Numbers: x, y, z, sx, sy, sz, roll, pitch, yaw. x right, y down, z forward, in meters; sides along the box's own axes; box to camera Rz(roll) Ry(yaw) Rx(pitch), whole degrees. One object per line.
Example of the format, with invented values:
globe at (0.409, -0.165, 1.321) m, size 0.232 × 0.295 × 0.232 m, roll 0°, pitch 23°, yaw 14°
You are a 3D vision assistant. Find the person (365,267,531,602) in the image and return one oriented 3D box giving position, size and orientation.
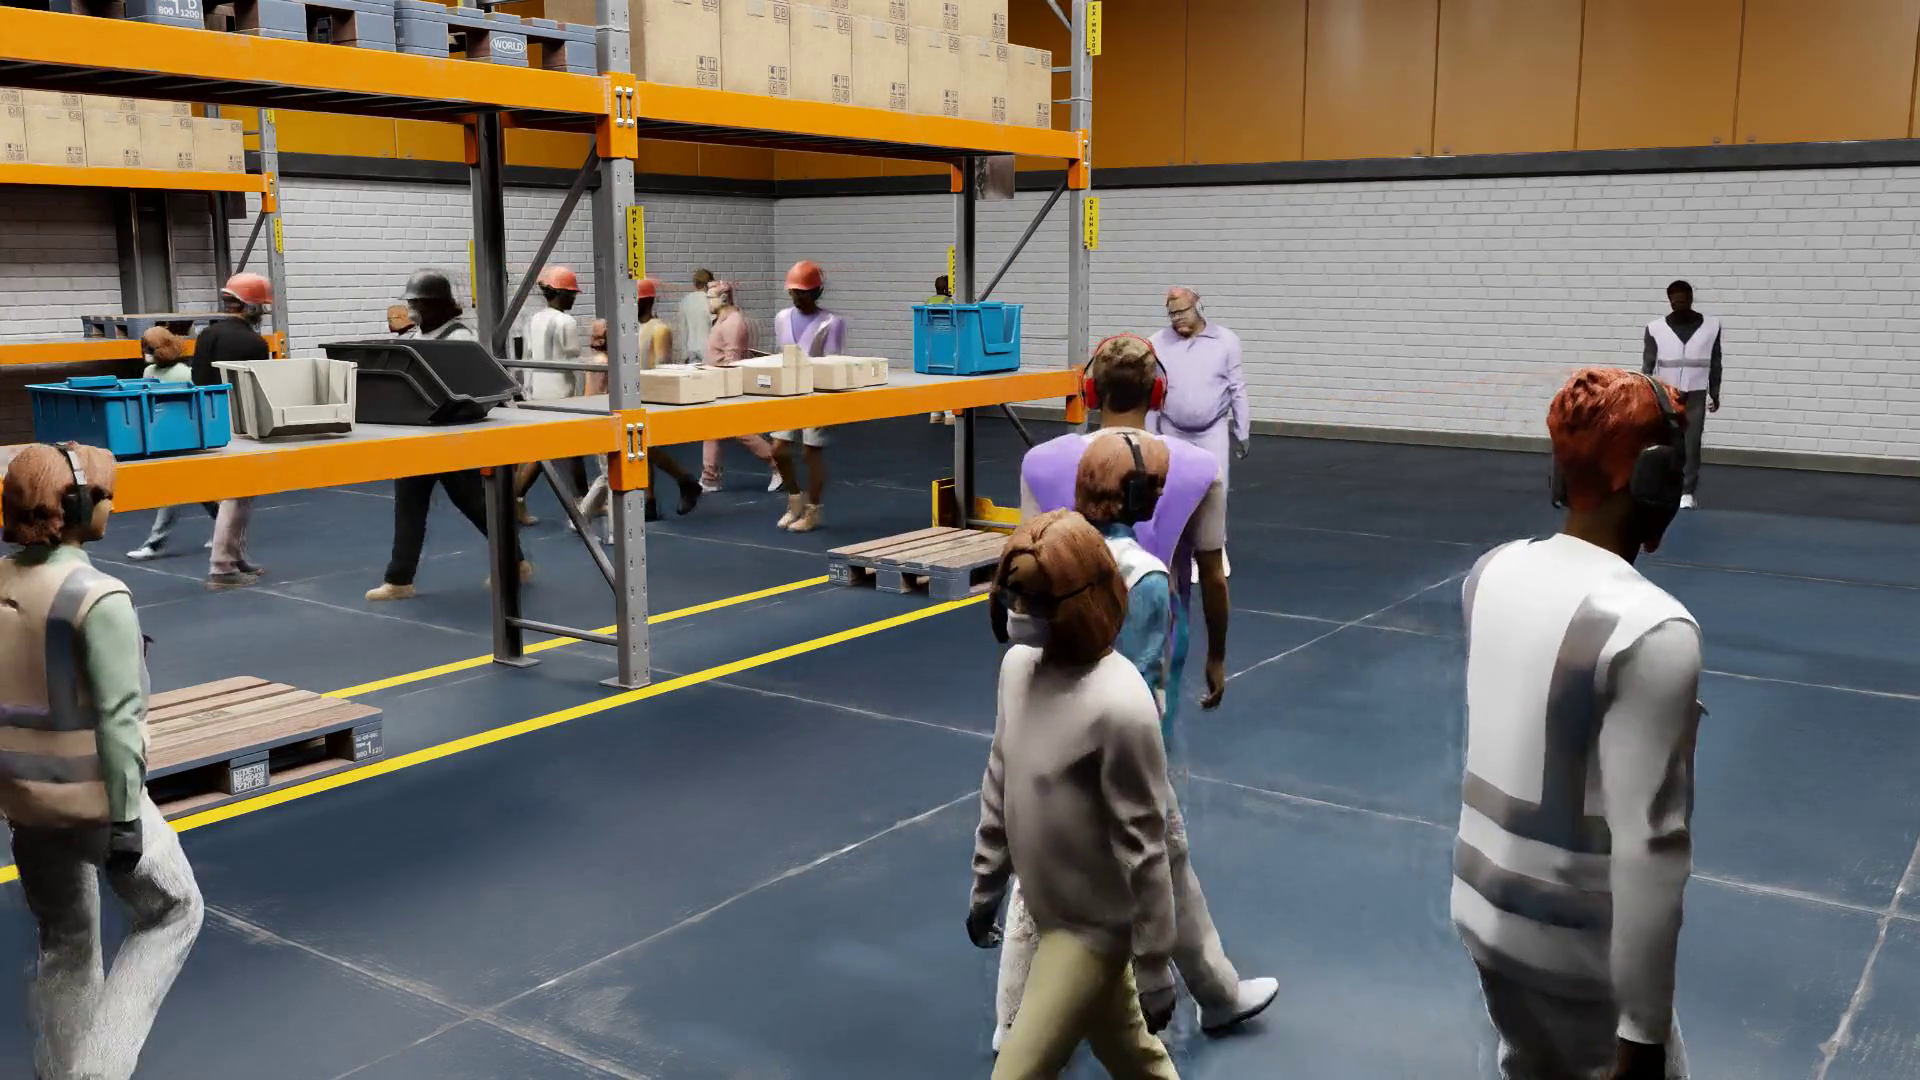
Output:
person at (-3.089, -0.670, 10.030) m, size 0.689 × 2.000 × 0.996 m, roll 9°, pitch 13°, yaw 44°

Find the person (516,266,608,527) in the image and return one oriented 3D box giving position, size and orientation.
person at (-3.130, -1.102, 12.771) m, size 1.016 × 1.992 × 0.596 m, roll -6°, pitch 11°, yaw -34°

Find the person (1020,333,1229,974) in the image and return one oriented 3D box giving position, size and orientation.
person at (0.484, 0.311, 4.850) m, size 0.595 × 1.808 × 0.886 m, roll 2°, pitch 10°, yaw 12°

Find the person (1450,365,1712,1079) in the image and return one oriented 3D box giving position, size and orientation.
person at (0.982, 0.648, 2.719) m, size 0.449 × 1.864 × 0.581 m, roll -2°, pitch 10°, yaw -12°

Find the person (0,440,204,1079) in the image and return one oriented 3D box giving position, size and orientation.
person at (-1.981, 0.588, 3.772) m, size 0.520 × 1.626 × 0.369 m, roll 5°, pitch 11°, yaw 27°

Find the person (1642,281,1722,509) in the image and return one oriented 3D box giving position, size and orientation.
person at (5.917, -1.189, 13.660) m, size 0.609 × 1.854 × 0.826 m, roll 3°, pitch 10°, yaw 20°

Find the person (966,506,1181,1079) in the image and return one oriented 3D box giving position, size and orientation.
person at (0.164, 0.716, 3.121) m, size 0.905 × 1.574 × 0.529 m, roll -4°, pitch 10°, yaw -21°

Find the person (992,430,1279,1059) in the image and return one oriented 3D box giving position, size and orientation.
person at (0.434, 0.521, 4.256) m, size 0.842 × 1.598 × 0.528 m, roll -5°, pitch 11°, yaw -29°

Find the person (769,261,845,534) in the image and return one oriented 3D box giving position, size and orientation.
person at (-1.145, -1.032, 12.250) m, size 0.641 × 2.014 × 0.499 m, roll 6°, pitch 11°, yaw 30°

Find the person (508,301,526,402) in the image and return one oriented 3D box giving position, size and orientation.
person at (-4.811, -1.906, 17.691) m, size 0.607 × 1.940 × 0.860 m, roll 4°, pitch 10°, yaw 25°

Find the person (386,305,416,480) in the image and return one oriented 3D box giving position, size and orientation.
person at (-5.185, -1.347, 15.306) m, size 0.606 × 1.612 × 0.535 m, roll -3°, pitch 10°, yaw -17°

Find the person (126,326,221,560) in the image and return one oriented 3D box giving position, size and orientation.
person at (-5.359, -0.681, 11.427) m, size 0.539 × 1.589 × 0.868 m, roll 7°, pitch 12°, yaw 35°

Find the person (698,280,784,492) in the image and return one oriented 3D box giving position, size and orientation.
person at (-1.947, -1.326, 14.467) m, size 0.900 × 1.870 × 0.647 m, roll -3°, pitch 10°, yaw -16°

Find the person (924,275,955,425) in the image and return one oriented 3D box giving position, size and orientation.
person at (-0.187, -2.351, 20.635) m, size 0.429 × 1.845 × 0.621 m, roll -8°, pitch 12°, yaw -39°

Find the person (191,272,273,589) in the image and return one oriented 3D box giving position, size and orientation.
person at (-4.526, -0.679, 10.384) m, size 0.666 × 1.974 × 0.530 m, roll 7°, pitch 12°, yaw 35°

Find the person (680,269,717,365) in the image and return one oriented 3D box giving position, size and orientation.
person at (-2.983, -2.148, 19.228) m, size 0.673 × 1.932 × 0.551 m, roll 7°, pitch 12°, yaw 35°

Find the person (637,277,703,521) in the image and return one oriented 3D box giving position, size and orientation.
person at (-2.356, -1.075, 12.816) m, size 0.549 × 1.920 × 0.551 m, roll -7°, pitch 12°, yaw -34°

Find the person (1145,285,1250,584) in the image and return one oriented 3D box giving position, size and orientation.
person at (1.460, -0.651, 10.411) m, size 0.685 × 1.879 × 0.428 m, roll 2°, pitch 10°, yaw 12°

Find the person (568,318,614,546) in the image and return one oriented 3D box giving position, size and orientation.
person at (-2.545, -0.767, 11.864) m, size 0.525 × 1.617 × 0.531 m, roll -3°, pitch 10°, yaw -17°
